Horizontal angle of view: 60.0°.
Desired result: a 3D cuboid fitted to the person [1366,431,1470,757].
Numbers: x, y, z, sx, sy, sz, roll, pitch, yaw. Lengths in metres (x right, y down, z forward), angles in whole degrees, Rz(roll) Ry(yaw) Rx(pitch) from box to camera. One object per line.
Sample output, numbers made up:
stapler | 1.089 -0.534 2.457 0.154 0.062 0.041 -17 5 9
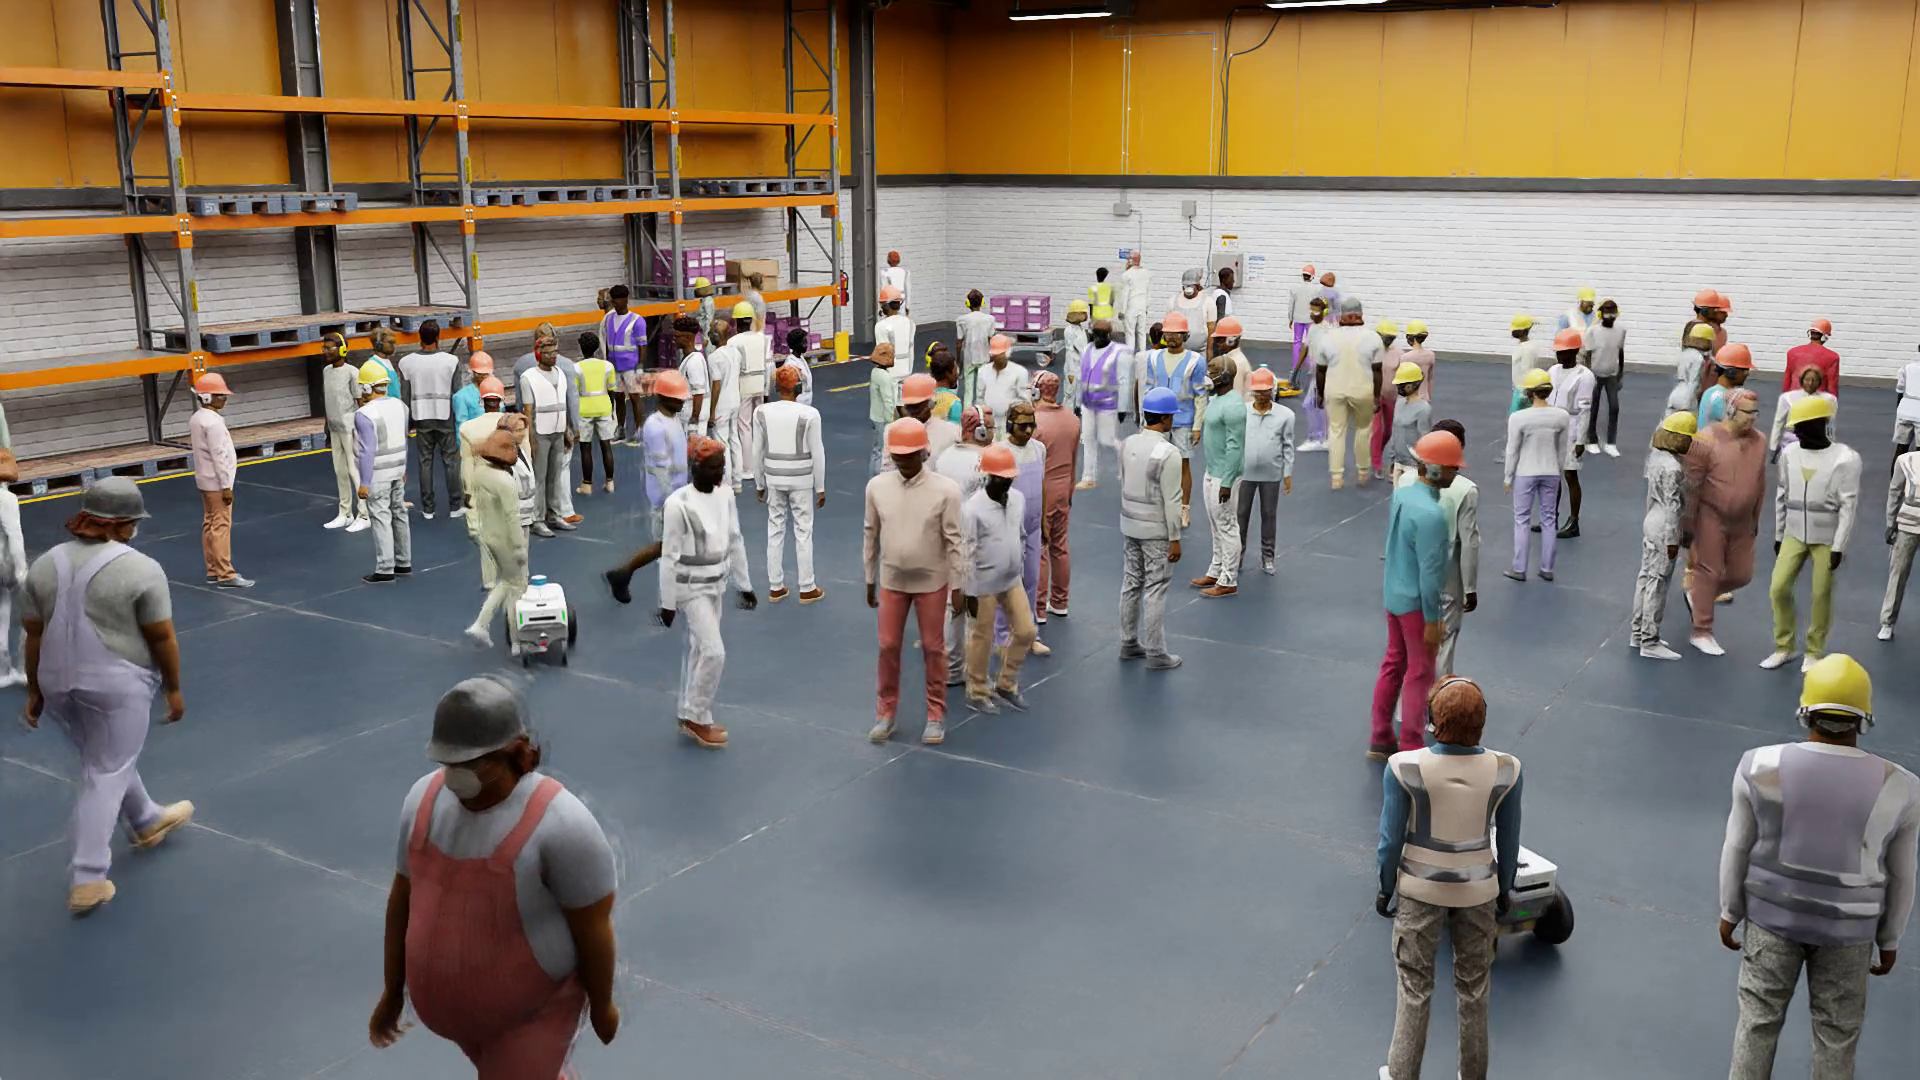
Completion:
person | 2.603 0.363 9.401 0.442 1.976 0.657 0 13 -2

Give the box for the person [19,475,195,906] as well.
person | -4.082 0.657 7.957 0.718 2.000 1.043 3 13 13

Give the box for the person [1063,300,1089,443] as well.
person | 1.435 -2.081 20.482 0.287 1.746 0.484 6 14 23

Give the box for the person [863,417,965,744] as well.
person | -0.285 0.247 9.866 0.631 1.981 0.410 3 13 12

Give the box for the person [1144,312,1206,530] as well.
person | 1.999 -1.120 15.648 0.609 2.048 0.366 7 15 29

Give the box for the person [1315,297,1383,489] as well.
person | 4.154 -1.593 17.716 0.704 2.000 0.850 4 14 19

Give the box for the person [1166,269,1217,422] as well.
person | 3.020 -2.573 21.968 0.683 2.000 0.536 5 14 21

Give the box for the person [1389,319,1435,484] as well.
person | 4.835 -1.468 17.775 0.533 1.768 0.310 -9 16 -36

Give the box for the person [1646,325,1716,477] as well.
person | 7.901 -1.483 17.991 0.879 1.679 0.505 -1 13 -3

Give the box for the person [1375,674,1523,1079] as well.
person | 1.776 1.291 6.083 0.515 1.641 0.309 0 13 1

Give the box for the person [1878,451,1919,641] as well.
person | 6.930 -0.063 11.954 0.513 1.641 0.309 6 14 24

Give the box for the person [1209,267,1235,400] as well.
person | 3.741 -2.960 23.930 0.384 1.915 0.591 2 13 8

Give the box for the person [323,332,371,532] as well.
person | -5.778 -1.013 15.562 0.536 1.875 0.314 8 15 31

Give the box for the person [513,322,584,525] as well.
person | -3.878 -1.084 15.731 0.636 1.938 0.358 4 13 15

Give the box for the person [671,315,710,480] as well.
person | -2.610 -1.193 16.144 0.361 1.965 0.613 -3 13 -13

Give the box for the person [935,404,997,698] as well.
person | 0.106 0.066 10.814 0.402 1.906 0.652 -8 15 -30

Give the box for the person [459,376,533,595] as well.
person | -3.707 -0.435 13.321 0.564 1.751 0.330 -6 14 -25

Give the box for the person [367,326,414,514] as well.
person | -5.612 -1.167 16.296 0.345 1.847 0.508 -2 13 -7

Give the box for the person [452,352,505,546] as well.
person | -4.294 -0.834 15.056 0.334 1.746 0.574 8 15 31

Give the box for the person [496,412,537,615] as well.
person | -3.264 -0.124 12.229 0.307 1.637 0.513 -1 13 -2

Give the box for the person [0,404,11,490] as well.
person | -8.561 -0.651 14.512 0.523 1.638 0.310 -10 16 -36

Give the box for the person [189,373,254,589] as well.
person | -6.034 -0.484 13.535 0.325 1.750 0.562 -10 16 -38

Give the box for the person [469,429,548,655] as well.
person | -3.185 0.023 11.618 0.406 1.622 0.525 -11 17 -39

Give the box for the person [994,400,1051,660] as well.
person | 0.406 -0.065 11.550 0.516 1.835 0.355 -10 16 -37

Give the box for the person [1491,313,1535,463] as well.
person | 6.464 -1.727 18.972 0.627 1.735 0.554 2 13 9

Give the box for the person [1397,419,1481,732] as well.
person | 2.896 0.228 10.134 0.392 1.898 0.592 -9 16 -34

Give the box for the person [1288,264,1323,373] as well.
person | 5.621 -3.591 27.011 0.575 1.749 0.336 6 14 24

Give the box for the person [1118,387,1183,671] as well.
person | 1.314 -0.077 11.362 0.417 1.939 0.607 -8 15 -30

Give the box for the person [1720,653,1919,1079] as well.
person | 2.925 1.283 5.718 0.590 1.825 0.403 7 15 26

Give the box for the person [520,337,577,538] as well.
person | -3.830 -0.965 15.414 0.396 1.847 0.565 7 15 27

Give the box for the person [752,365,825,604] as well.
person | -1.329 -0.434 13.029 0.587 1.882 0.341 4 14 16

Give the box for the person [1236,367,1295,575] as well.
person | 2.505 -0.572 13.913 0.564 1.752 0.338 2 13 10

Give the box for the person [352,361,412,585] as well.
person | -4.752 -0.549 13.643 0.404 1.831 0.600 4 13 15

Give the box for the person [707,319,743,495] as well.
person | -2.428 -1.339 17.040 0.336 1.845 0.514 6 14 23

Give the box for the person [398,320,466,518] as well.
person | -5.089 -1.158 16.097 0.590 1.918 0.389 -1 13 -6

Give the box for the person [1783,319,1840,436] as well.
person | 9.302 -1.549 18.192 0.354 1.737 0.576 -12 18 -42

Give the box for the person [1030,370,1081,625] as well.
person | 0.617 -0.321 12.492 0.409 1.907 0.651 11 17 40

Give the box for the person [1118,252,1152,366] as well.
person | 2.906 -3.879 27.931 0.641 1.906 0.407 -10 17 -38

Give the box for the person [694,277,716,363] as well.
person | -3.741 -3.000 24.489 0.311 1.736 0.483 -2 13 -7

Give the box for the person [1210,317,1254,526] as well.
person | 2.587 -1.130 15.871 0.452 1.978 0.621 1 13 6
